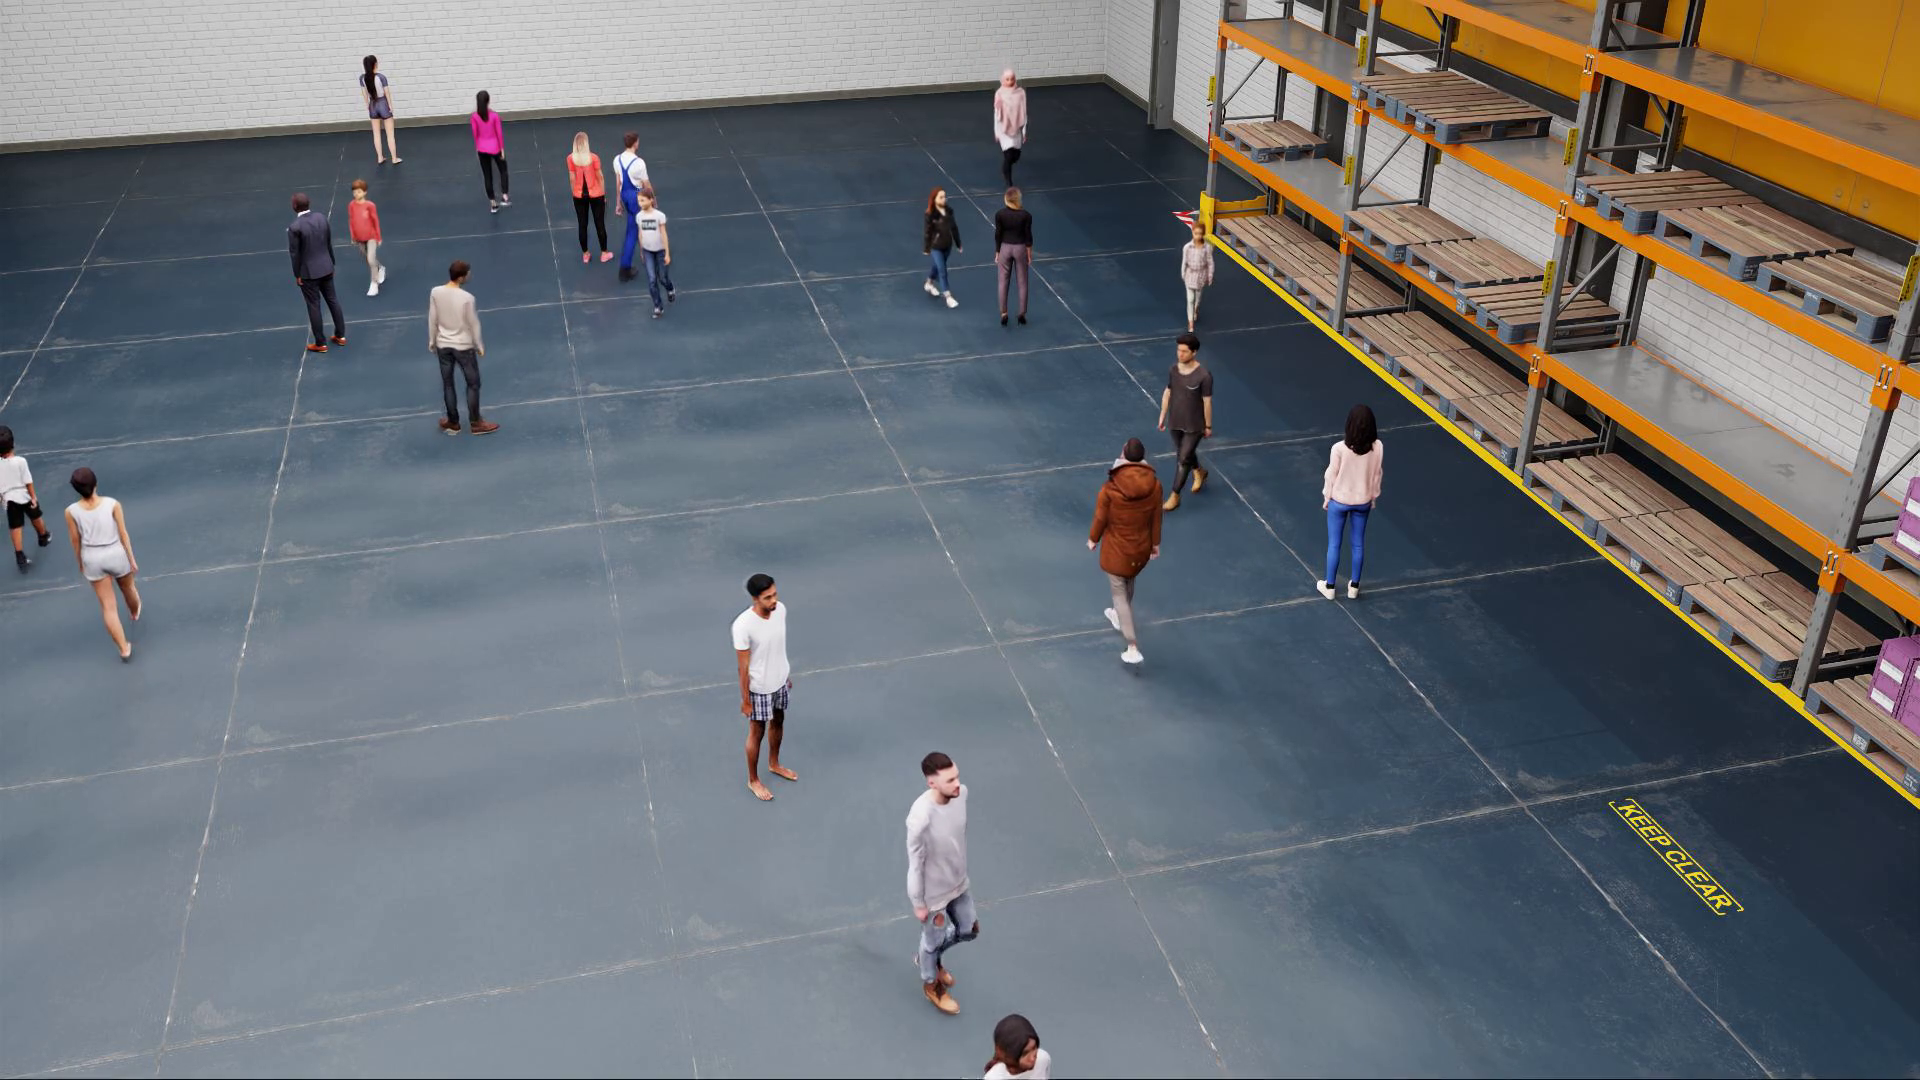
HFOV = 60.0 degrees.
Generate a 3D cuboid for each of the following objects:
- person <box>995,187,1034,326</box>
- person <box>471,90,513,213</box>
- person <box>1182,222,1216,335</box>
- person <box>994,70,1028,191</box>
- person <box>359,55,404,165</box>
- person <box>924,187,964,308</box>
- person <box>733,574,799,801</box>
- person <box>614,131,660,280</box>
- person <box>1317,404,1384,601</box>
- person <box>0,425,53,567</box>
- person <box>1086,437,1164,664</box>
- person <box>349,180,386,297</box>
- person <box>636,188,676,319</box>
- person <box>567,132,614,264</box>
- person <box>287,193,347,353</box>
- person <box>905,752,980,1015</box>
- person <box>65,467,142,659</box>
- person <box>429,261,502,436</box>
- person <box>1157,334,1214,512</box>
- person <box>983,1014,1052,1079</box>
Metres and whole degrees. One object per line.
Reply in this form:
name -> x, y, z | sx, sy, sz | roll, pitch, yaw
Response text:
person -> 0.623, -3.326, 19.536 | 0.667, 1.670, 0.655 | 2, 29, 4
person -> -6.633, -5.449, 23.409 | 0.632, 1.688, 0.677 | -2, 29, -4
person -> 2.795, -3.125, 19.581 | 0.737, 1.275, 1.002 | 2, 29, 4
person -> 0.722, -5.941, 24.209 | 0.670, 1.785, 1.053 | -4, 29, -8
person -> -8.939, -6.632, 25.616 | 0.663, 1.652, 0.649 | 3, 29, 6
person -> -0.282, -3.597, 20.268 | 0.840, 1.444, 1.072 | -21, 35, -34
person -> -1.355, 0.979, 11.581 | 0.752, 1.731, 0.715 | 18, 34, 30
person -> -4.174, -4.185, 20.980 | 1.202, 1.795, 1.267 | 15, 32, 26
person -> 3.264, -0.313, 13.910 | 0.694, 1.769, 0.615 | -1, 29, -2
person -> -8.275, -0.363, 14.556 | 0.489, 1.238, 0.878 | -7, 29, -13
person -> 1.342, 0.119, 13.085 | 0.801, 1.800, 1.165 | -12, 31, -20
person -> -7.359, -3.795, 20.679 | 0.748, 1.400, 0.978 | 5, 29, 8
person -> -3.639, -3.476, 19.944 | 0.751, 1.542, 0.899 | 4, 29, 7
person -> -4.820, -4.446, 21.564 | 0.651, 1.694, 0.626 | 1, 29, 2
person -> -7.305, -3.045, 18.866 | 0.821, 1.819, 0.782 | 19, 34, 30
person -> -0.191, 1.957, 9.687 | 0.858, 1.827, 0.824 | 22, 35, 34
person -> -6.763, 0.212, 13.166 | 0.683, 1.560, 1.063 | -12, 31, -21
person -> -5.155, -1.940, 16.826 | 0.905, 1.833, 0.769 | -4, 29, -6
person -> 2.166, -1.147, 15.522 | 1.075, 1.689, 1.016 | 25, 37, 38
person -> 0.215, 2.933, 8.021 | 0.723, 1.708, 0.784 | -22, 36, -35
